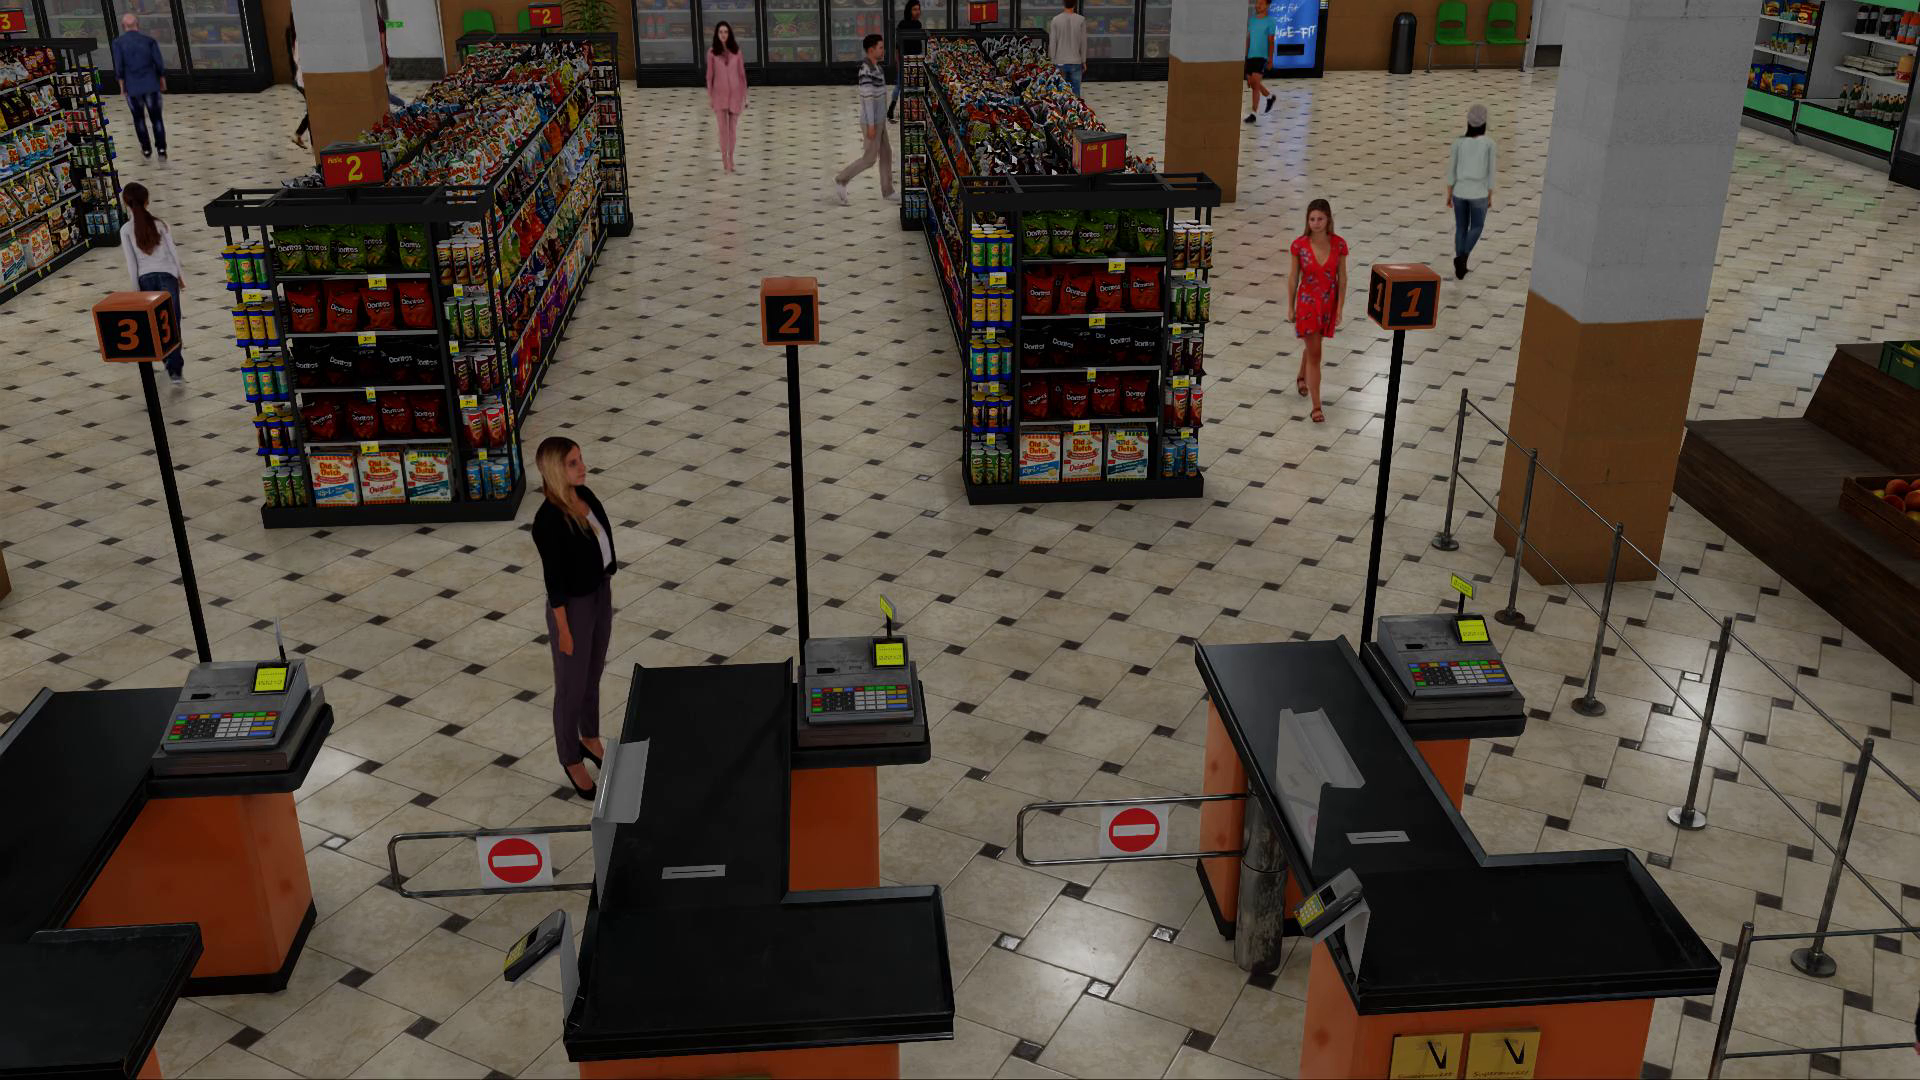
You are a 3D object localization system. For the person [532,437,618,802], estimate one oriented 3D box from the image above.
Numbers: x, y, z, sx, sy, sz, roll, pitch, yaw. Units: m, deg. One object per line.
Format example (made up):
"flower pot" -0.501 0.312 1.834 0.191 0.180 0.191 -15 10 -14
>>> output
"person" -1.685 0.334 7.298 0.720 1.672 0.573 6 24 12

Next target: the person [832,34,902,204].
"person" -1.047 -4.658 18.509 0.888 1.831 1.081 2 24 5

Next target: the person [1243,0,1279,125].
"person" 4.275 -6.792 23.482 0.987 1.753 1.020 -17 29 -33

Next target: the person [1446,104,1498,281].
"person" 4.729 -3.196 15.412 0.863 1.635 1.011 11 26 23

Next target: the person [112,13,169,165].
"person" -10.085 -5.533 20.562 0.999 1.786 1.283 -10 26 -22

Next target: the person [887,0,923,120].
"person" -0.761 -6.742 23.496 0.807 1.649 0.956 -13 27 -27

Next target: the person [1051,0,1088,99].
"person" 1.471 -6.468 22.556 0.674 1.900 0.607 1 24 1

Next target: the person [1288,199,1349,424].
"person" 2.583 -1.693 12.091 0.594 1.543 1.100 0 24 0

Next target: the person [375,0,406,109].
"person" -7.892 -6.523 22.765 0.998 1.835 1.002 -16 28 -32

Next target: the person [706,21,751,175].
"person" -2.836 -5.384 20.227 0.729 1.783 0.843 -8 25 -18

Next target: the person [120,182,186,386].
"person" -6.068 -1.895 12.586 0.689 1.516 1.139 -8 25 -18
